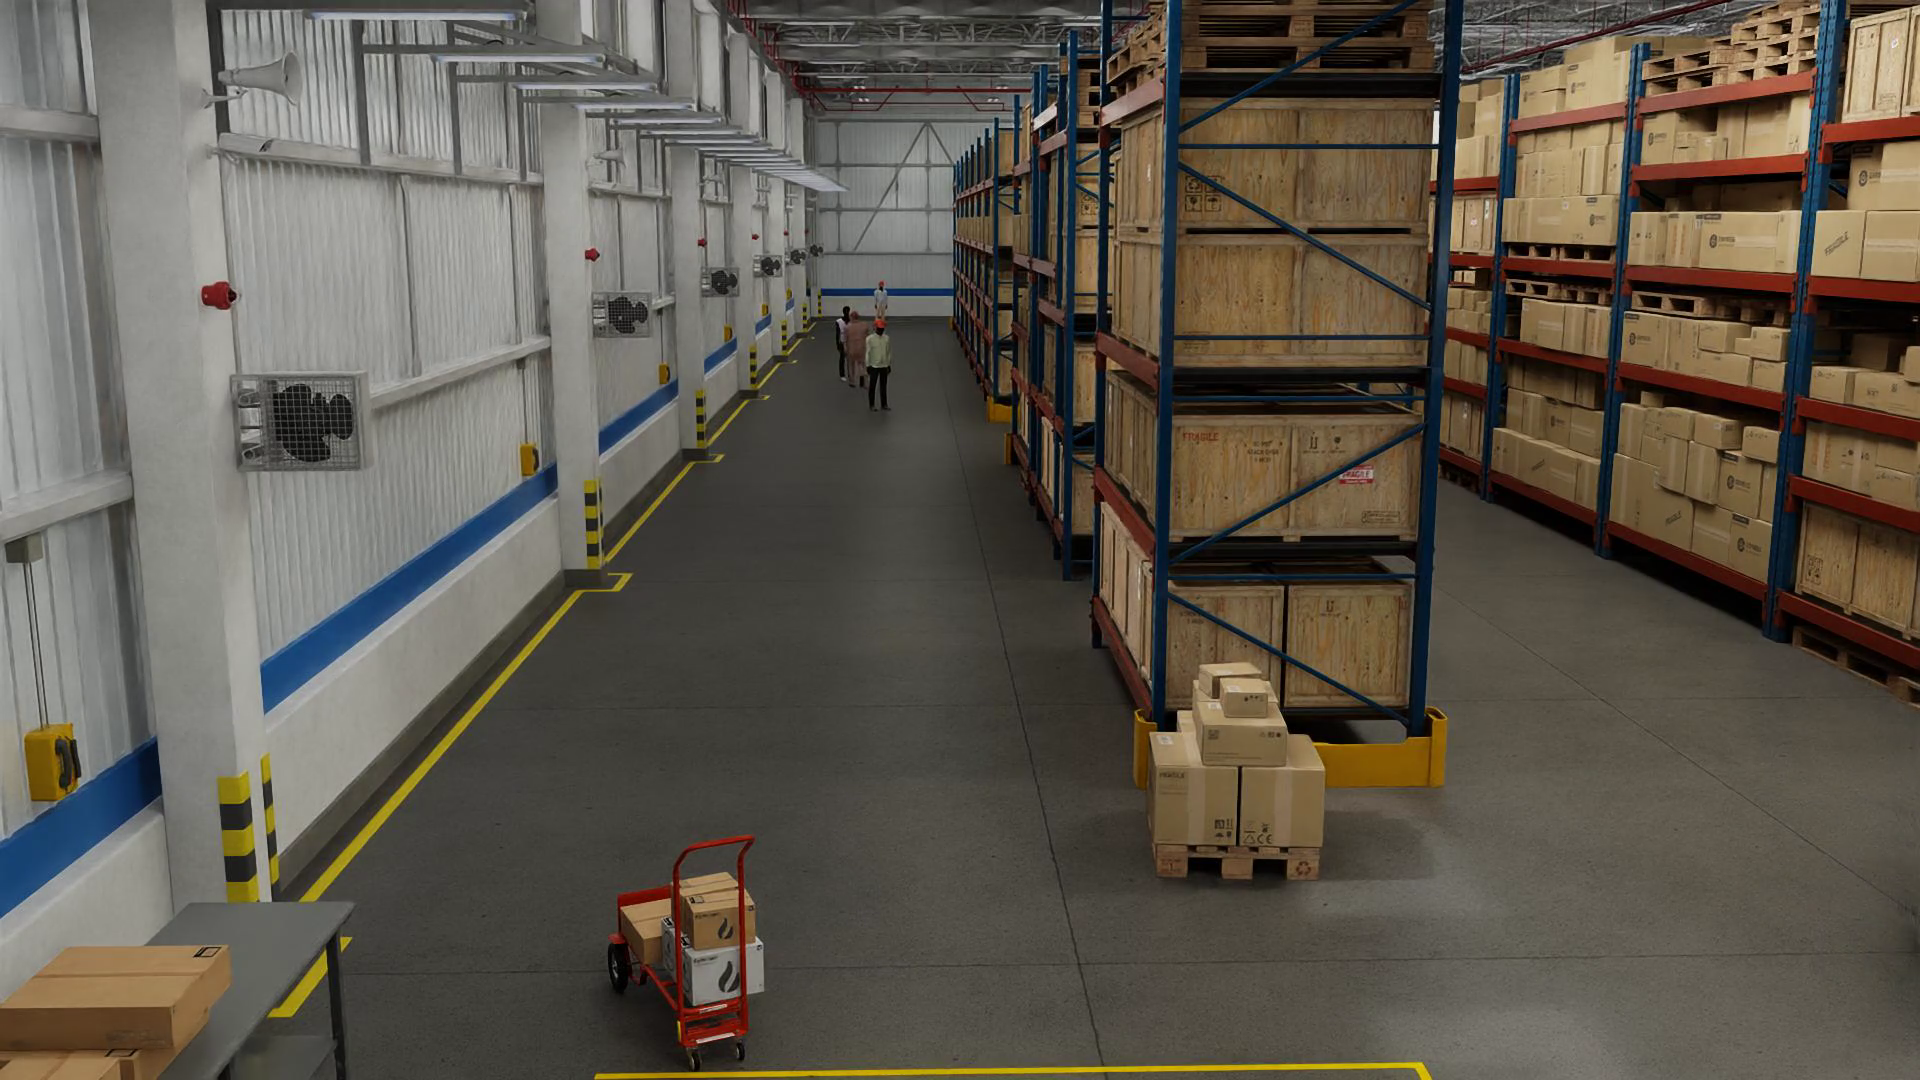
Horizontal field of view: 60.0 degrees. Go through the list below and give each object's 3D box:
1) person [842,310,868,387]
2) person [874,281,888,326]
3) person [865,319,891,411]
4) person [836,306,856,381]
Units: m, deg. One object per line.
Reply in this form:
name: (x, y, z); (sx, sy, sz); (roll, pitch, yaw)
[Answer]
person: (-2.566, -4.677, 40.756); (0.651, 1.888, 0.496); (-3, 11, -14)
person: (-3.048, -9.132, 64.336); (0.563, 1.742, 0.360); (-6, 12, -28)
person: (-1.741, -3.759, 35.743); (0.618, 1.985, 0.404); (-7, 13, -32)
person: (-2.895, -5.014, 42.473); (0.586, 1.913, 0.398); (-6, 13, -29)
